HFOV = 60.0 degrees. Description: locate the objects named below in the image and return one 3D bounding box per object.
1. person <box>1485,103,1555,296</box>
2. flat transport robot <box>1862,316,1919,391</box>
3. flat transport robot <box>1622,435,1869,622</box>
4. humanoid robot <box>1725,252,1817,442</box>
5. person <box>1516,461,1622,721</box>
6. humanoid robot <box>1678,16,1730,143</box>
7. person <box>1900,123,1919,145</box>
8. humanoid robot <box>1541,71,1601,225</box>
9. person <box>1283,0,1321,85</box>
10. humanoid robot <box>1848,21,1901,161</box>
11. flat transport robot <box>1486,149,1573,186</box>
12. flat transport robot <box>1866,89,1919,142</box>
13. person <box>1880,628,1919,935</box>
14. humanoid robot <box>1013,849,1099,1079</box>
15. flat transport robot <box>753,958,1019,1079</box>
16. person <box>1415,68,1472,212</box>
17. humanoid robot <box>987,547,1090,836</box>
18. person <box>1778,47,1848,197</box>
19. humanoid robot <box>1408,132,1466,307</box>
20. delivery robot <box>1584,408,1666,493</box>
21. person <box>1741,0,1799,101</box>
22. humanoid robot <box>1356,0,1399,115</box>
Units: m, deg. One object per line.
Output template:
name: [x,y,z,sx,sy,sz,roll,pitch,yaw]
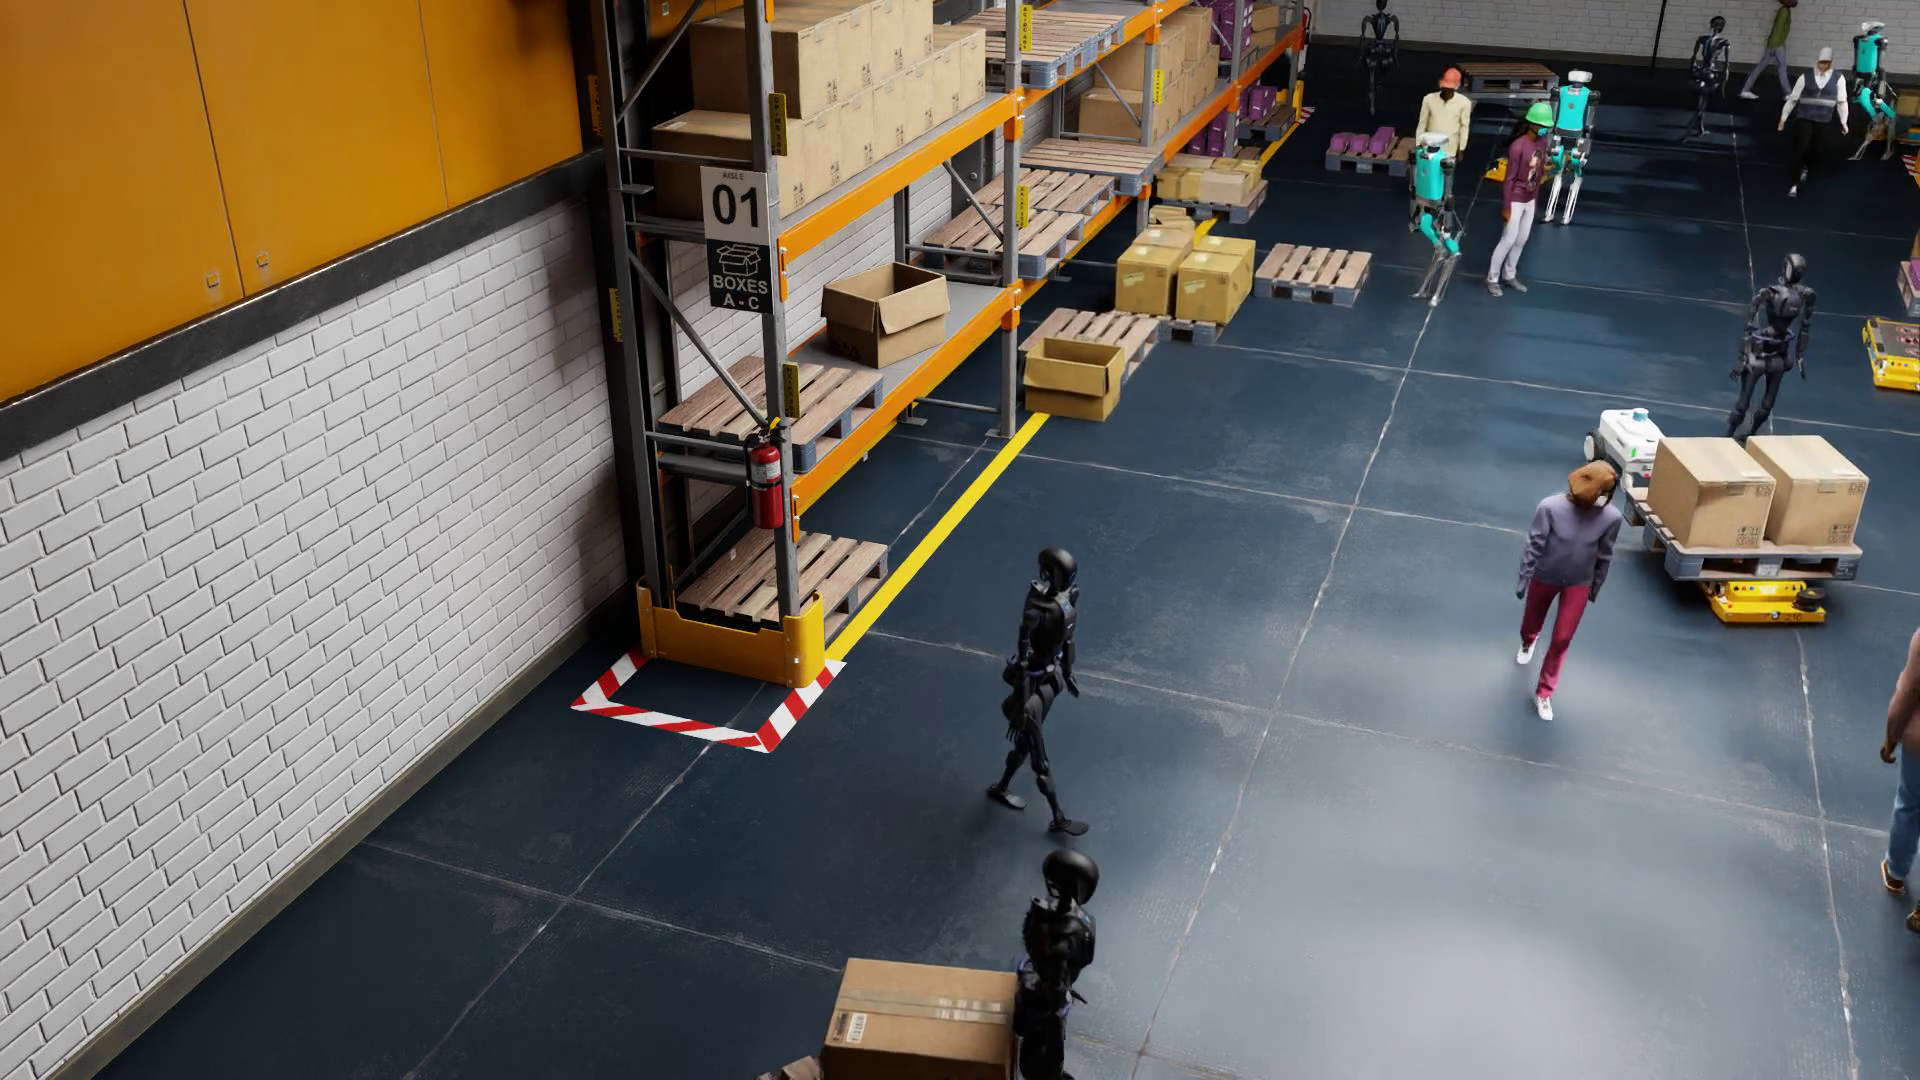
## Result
person: [5.570,-3.381,16.512,0.508,1.927,0.457,-19,33,-32]
flat transport robot: [8.562,-1.665,14.980,0.659,0.231,1.431,10,29,19]
flat transport robot: [5.318,0.143,11.473,0.659,0.231,1.431,0,27,0]
humanoid robot: [6.360,-1.461,13.051,0.587,1.649,0.330,-4,27,-7]
person: [3.573,0.215,9.870,0.522,1.599,0.696,7,28,13]
humanoid robot: [9.963,-6.142,22.179,0.798,1.624,0.609,-17,32,-29]
person: [12.885,-5.999,21.822,0.782,1.690,0.578,-4,28,-9]
humanoid robot: [6.856,-4.429,18.639,0.530,1.712,0.703,17,32,29]
person: [5.135,-7.758,24.993,0.639,1.922,0.562,-10,29,-19]
humanoid robot: [11.837,-5.734,21.283,0.923,1.760,0.582,-1,27,-2]
flat transport robot: [7.234,-4.715,20.897,0.659,0.231,1.431,21,34,35]
flat transport robot: [13.005,-5.465,22.352,1.431,0.231,0.659,13,30,24]
person: [4.765,0.992,7.967,0.630,1.974,0.739,13,30,24]
humanoid robot: [0.329,1.884,6.565,0.415,1.635,0.608,2,27,4]
flat transport robot: [-0.249,2.637,6.636,1.431,0.231,0.659,-16,31,-28]
person: [5.481,-4.520,18.931,0.598,1.719,0.616,12,30,22]
humanoid robot: [0.453,0.774,8.742,0.699,1.633,0.589,16,31,28]
person: [10.209,-5.025,19.887,0.748,1.739,0.665,10,29,18]
humanoid robot: [4.704,-3.130,16.227,0.795,1.763,0.543,-17,32,-30]
delivery robot: [5.206,-0.742,12.854,0.499,0.572,0.747,-1,27,-1]
person: [12.027,-7.246,24.357,0.868,1.578,0.514,7,28,13]
humanoid robot: [5.968,-6.890,23.652,0.607,1.625,0.752,1,27,3]
